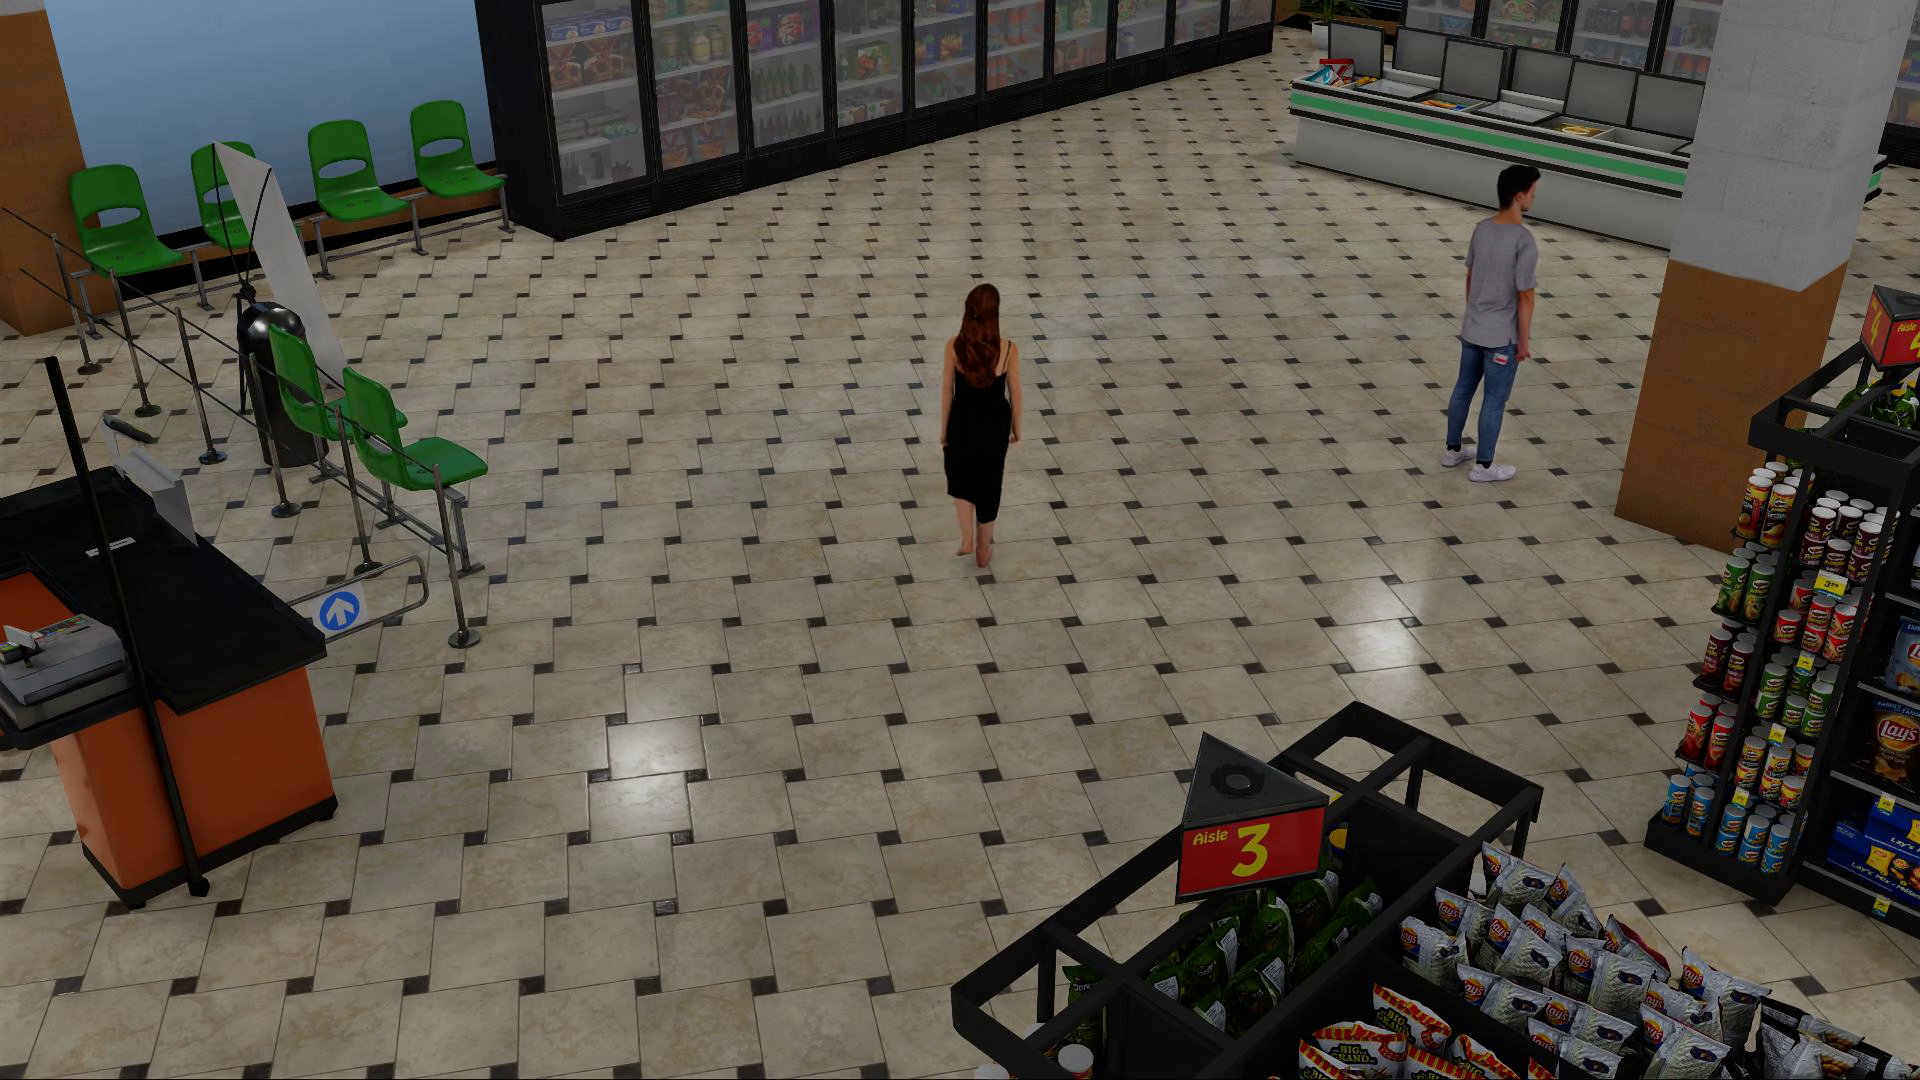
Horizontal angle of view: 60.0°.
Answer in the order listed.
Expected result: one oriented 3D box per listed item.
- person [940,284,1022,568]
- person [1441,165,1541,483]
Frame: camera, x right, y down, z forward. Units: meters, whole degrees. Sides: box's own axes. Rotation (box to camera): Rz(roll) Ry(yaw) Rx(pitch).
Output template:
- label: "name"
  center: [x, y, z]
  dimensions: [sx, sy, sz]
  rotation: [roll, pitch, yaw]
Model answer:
- label: "person"
  center: [0.092, -0.541, 8.753]
  dimensions: [0.744, 1.610, 0.805]
  rotation: [1, 29, 2]
- label: "person"
  center: [3.138, -1.270, 9.800]
  dimensions: [0.801, 1.886, 0.635]
  rotation: [-13, 31, -23]
